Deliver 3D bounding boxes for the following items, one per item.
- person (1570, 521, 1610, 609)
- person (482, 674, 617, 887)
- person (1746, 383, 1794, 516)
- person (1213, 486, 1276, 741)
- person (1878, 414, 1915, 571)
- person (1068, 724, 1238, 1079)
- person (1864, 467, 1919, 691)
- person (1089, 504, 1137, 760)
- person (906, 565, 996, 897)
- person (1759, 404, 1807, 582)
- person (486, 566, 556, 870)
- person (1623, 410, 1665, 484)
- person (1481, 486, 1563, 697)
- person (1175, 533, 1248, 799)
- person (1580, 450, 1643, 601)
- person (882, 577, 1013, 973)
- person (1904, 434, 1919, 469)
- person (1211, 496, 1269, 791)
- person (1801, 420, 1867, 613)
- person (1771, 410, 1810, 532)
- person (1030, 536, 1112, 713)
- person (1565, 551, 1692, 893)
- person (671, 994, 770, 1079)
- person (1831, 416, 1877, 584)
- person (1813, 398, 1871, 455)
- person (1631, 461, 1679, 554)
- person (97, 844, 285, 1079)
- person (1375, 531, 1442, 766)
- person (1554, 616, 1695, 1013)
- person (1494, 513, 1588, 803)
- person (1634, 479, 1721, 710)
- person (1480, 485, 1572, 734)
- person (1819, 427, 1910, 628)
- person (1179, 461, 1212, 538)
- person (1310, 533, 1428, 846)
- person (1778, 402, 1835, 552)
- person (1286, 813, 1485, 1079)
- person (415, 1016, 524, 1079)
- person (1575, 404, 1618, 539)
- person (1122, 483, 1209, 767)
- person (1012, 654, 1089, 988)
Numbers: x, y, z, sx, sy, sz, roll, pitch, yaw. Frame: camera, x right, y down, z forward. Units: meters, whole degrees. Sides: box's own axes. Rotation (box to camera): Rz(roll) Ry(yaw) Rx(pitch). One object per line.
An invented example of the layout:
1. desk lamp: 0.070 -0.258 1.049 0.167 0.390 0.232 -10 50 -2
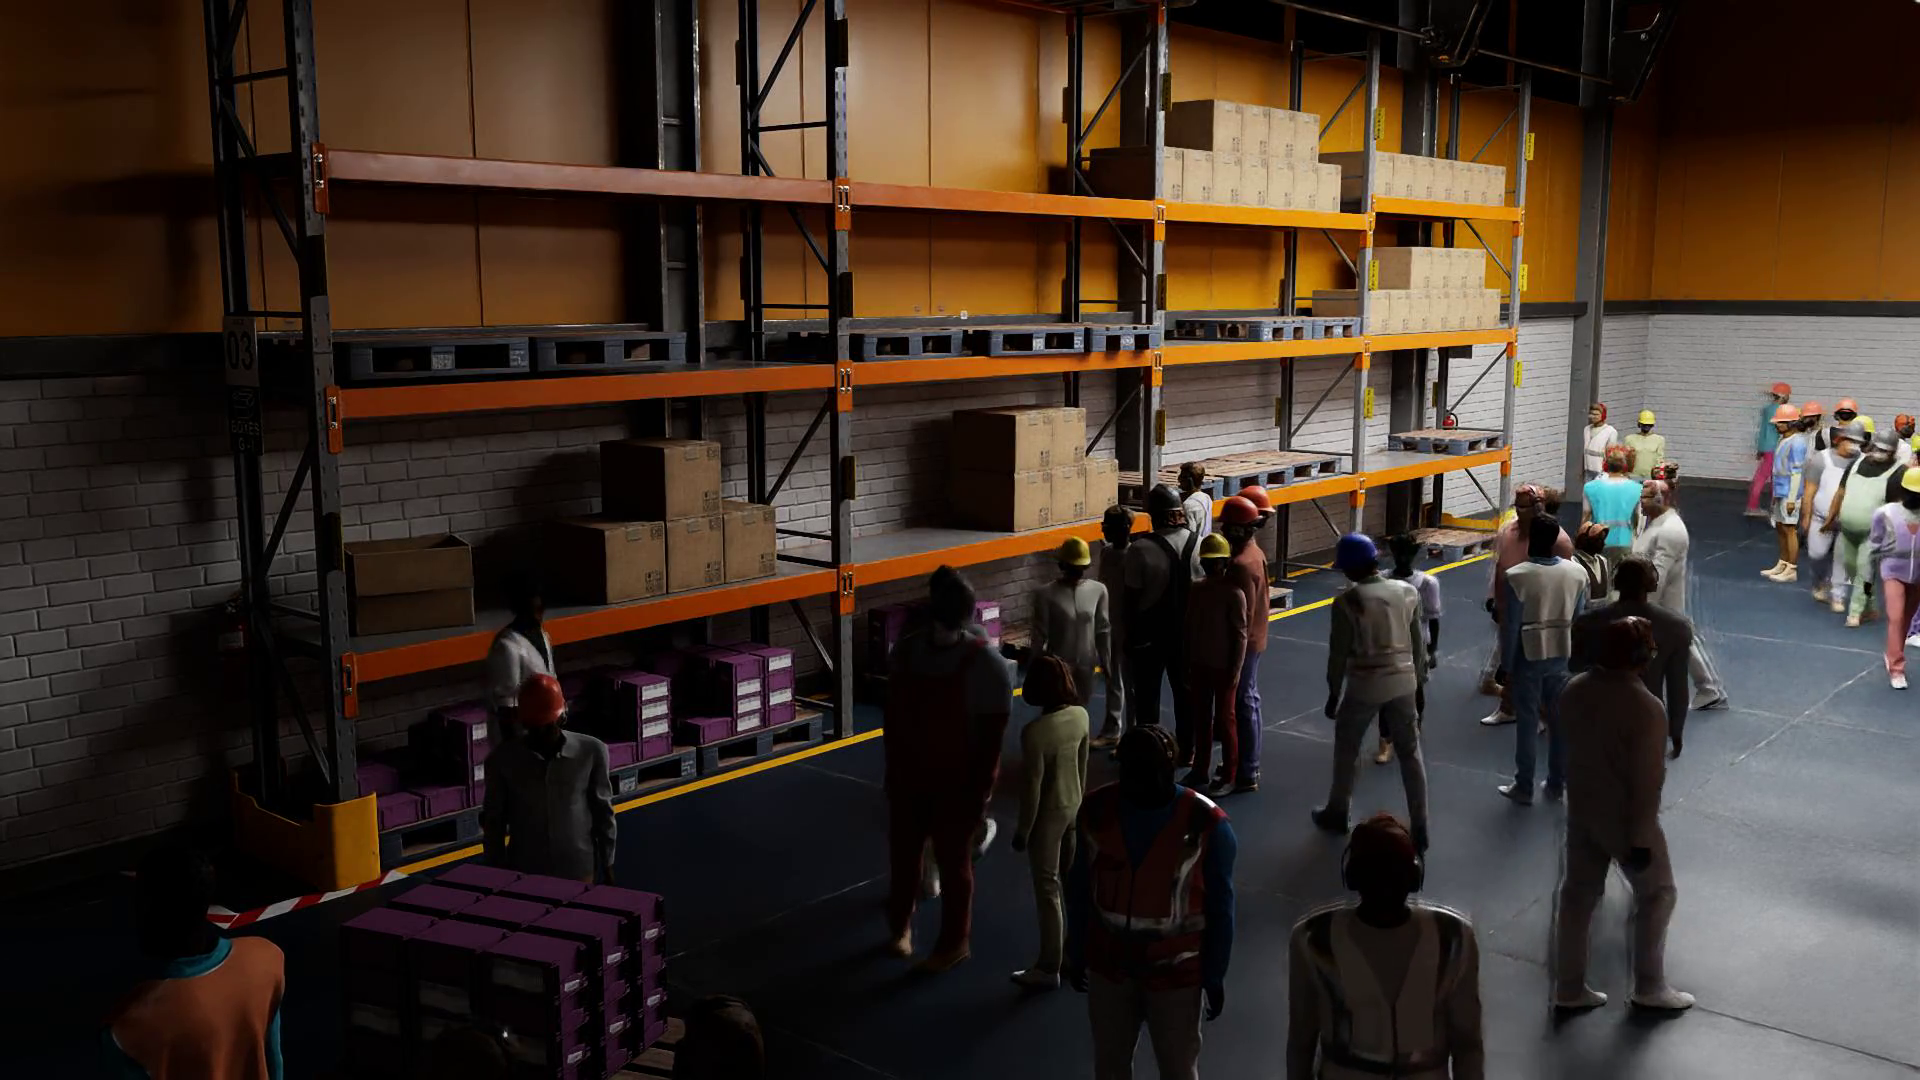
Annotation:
1. person: 4.711 0.669 12.585 0.514 1.634 0.313 -6 11 -35
2. person: -1.800 1.431 7.327 0.578 1.737 0.355 -2 9 -15
3. person: 12.022 -1.314 24.307 0.973 1.952 0.655 1 9 9
4. person: 2.128 0.549 12.444 0.429 1.924 0.557 2 9 15
5. person: 11.072 -0.554 19.688 0.371 1.878 0.588 0 9 2
6. person: 0.684 1.567 6.118 0.627 1.840 0.429 4 10 25
7. person: 8.124 0.292 14.277 0.592 1.873 0.999 2 9 14
8. person: 1.151 0.656 11.972 0.350 1.846 0.506 -5 10 -29
9. person: -0.042 1.047 9.548 0.517 1.812 0.981 2 9 13
10. person: 9.442 -0.536 19.075 0.410 2.035 0.610 1 9 8
11. person: -2.309 1.085 8.897 0.365 1.946 0.760 0 9 2
12. person: 8.943 -0.822 21.788 0.525 1.760 0.340 2 9 13
13. person: 4.650 0.451 13.499 0.679 1.780 0.950 -8 12 -41
14. person: 1.678 0.829 11.104 0.301 1.771 0.533 -7 11 -36
15. person: 6.229 0.052 15.915 0.564 1.830 0.439 4 10 22
16. person: -0.103 1.132 8.279 0.712 2.000 0.545 5 10 30
17. person: 11.157 -0.394 19.219 0.532 1.696 0.899 6 11 35
18. person: 1.885 0.695 11.243 0.396 1.992 0.622 3 9 17
19. person: 9.164 -0.277 17.362 0.704 2.000 0.628 3 9 16
20. person: 11.372 -0.938 22.622 0.498 1.718 0.426 -1 9 -9
21. person: 0.749 0.833 11.149 0.531 1.751 0.391 -3 9 -19
22. person: 3.734 1.025 9.325 0.635 1.940 0.398 3 9 21
23. person: -0.524 1.923 3.806 0.506 1.846 0.346 -7 11 -38
24. person: 10.143 -0.453 18.902 0.395 1.918 0.586 4 10 25
25. person: 10.635 -0.698 20.121 0.613 2.033 0.412 4 10 26
26. person: 6.178 0.215 14.811 0.389 1.847 0.563 3 9 18
27. person: -2.079 1.766 4.579 0.391 1.920 0.593 3 9 17
28. person: 3.220 0.739 12.050 0.535 1.667 0.821 4 10 24
29. person: 3.137 1.285 7.768 0.782 1.880 0.663 -3 9 -20
30. person: 3.821 0.779 10.941 0.587 1.920 0.393 -2 9 -12
31. person: 5.650 0.442 13.345 0.981 1.863 0.643 0 9 3
32. person: 4.291 0.525 12.644 0.406 1.902 0.636 -5 10 -29
33. person: 9.044 -0.157 16.590 0.619 2.000 0.786 -5 10 -27
34. person: 2.060 0.216 14.811 0.340 1.845 0.512 5 10 27
35. person: 2.547 0.905 10.215 0.654 1.887 0.747 -3 9 -17
36. person: 10.868 -0.795 21.189 0.656 1.903 0.539 1 9 7
37. person: 1.277 1.719 5.089 0.577 1.861 0.834 0 9 2
38. person: -1.041 1.938 3.526 0.656 1.901 0.703 -1 9 -6
39. person: 8.429 -0.885 21.953 0.387 1.837 0.563 -3 9 -17
40. person: 1.422 0.600 11.707 0.681 2.000 0.535 -3 9 -21
41. person: 0.443 1.360 8.109 0.279 1.634 0.497 7 11 39
